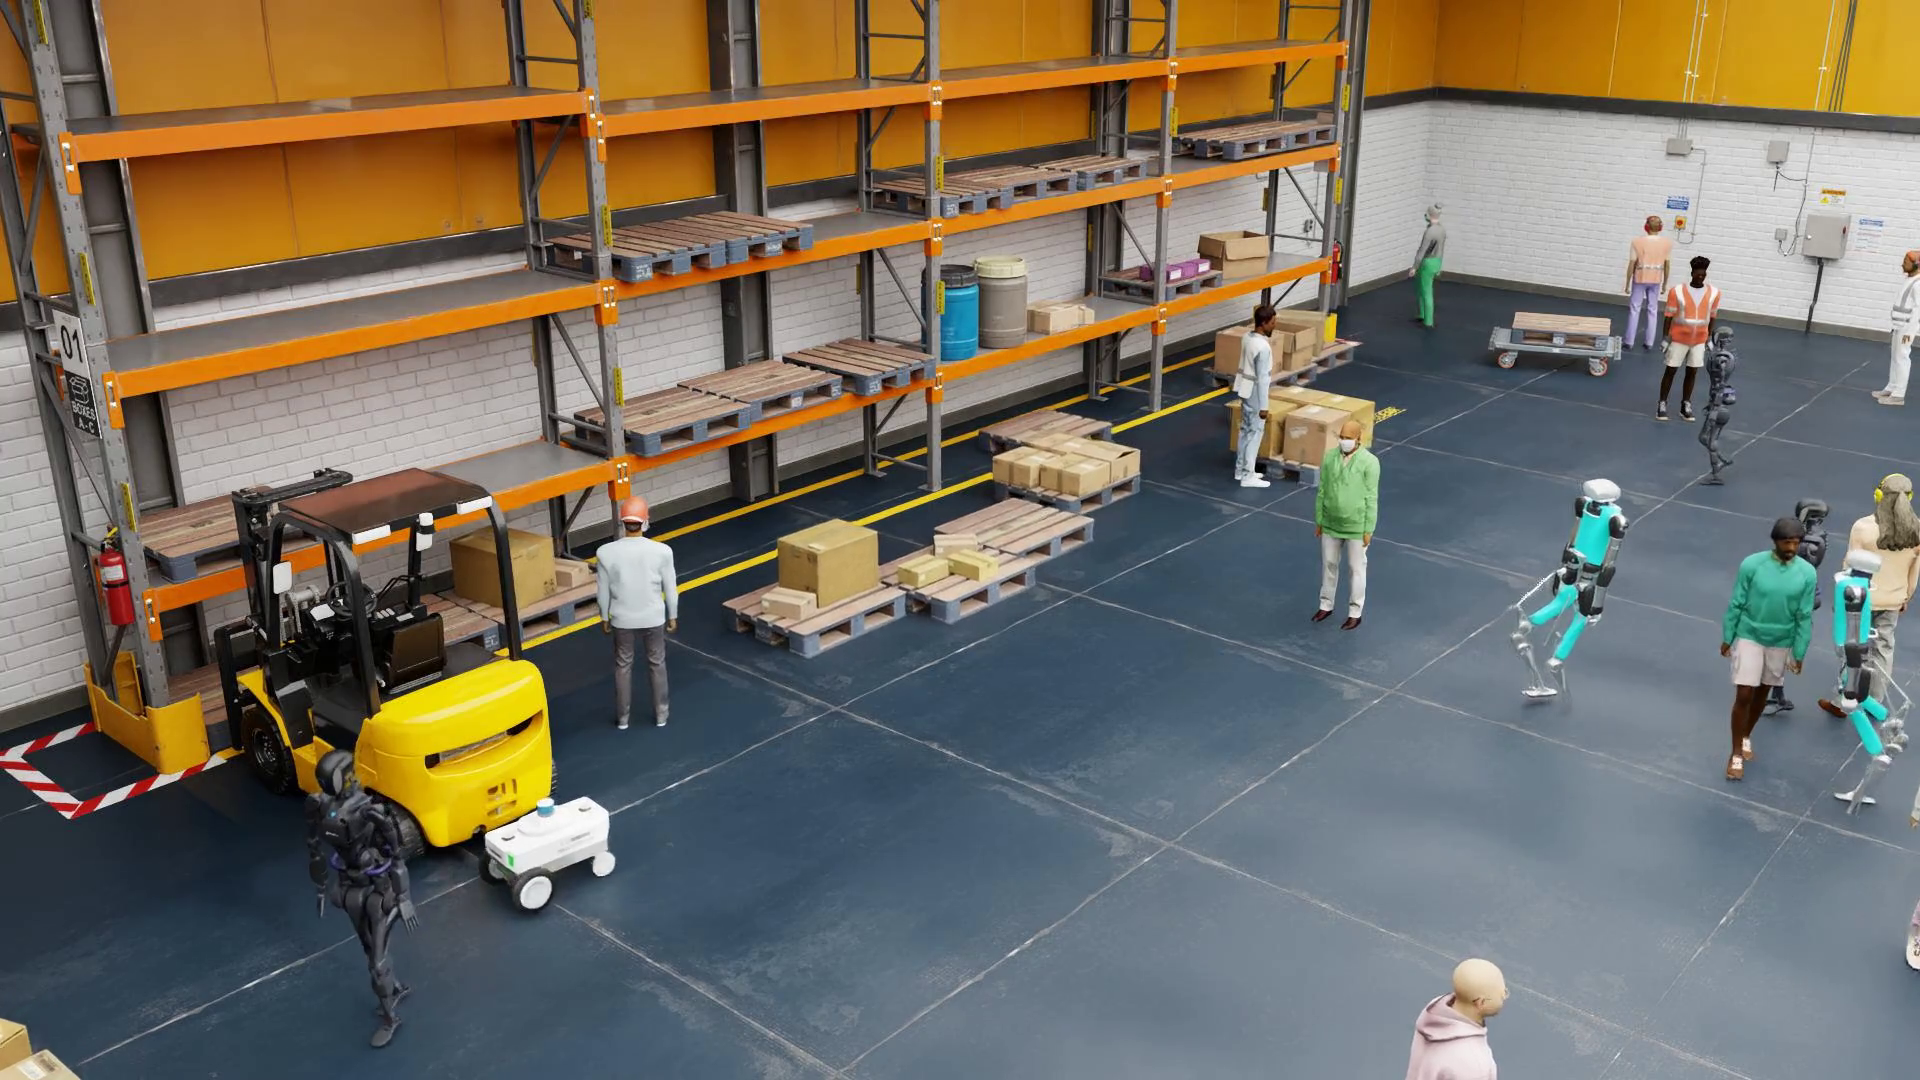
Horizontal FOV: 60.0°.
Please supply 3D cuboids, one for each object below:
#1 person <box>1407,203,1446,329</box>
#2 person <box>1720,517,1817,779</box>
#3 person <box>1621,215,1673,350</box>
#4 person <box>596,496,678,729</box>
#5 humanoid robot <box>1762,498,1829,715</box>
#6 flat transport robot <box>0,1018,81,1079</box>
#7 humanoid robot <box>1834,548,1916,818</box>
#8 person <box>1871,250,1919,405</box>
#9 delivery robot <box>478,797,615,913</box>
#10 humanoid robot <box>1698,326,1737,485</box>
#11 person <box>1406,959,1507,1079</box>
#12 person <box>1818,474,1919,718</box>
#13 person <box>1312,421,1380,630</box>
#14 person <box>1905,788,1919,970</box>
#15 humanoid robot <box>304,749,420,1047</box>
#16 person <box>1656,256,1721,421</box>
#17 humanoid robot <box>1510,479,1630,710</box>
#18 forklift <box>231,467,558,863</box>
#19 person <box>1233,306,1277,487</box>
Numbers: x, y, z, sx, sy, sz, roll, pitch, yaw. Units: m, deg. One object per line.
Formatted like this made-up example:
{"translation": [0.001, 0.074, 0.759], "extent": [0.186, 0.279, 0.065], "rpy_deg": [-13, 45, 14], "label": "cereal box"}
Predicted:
{"translation": [6.690, -3.982, 24.092], "extent": [0.584, 1.826, 0.525], "rpy_deg": [14, 24, 33], "label": "person"}
{"translation": [5.484, 0.739, 11.295], "extent": [0.519, 1.820, 0.801], "rpy_deg": [5, 21, 12], "label": "person"}
{"translation": [9.433, -3.521, 22.829], "extent": [0.564, 1.835, 0.378], "rpy_deg": [2, 20, 4], "label": "person"}
{"translation": [-2.318, 0.523, 12.009], "extent": [0.574, 1.737, 0.351], "rpy_deg": [-3, 20, -7], "label": "person"}
{"translation": [6.112, 0.473, 12.219], "extent": [0.330, 1.652, 0.596], "rpy_deg": [5, 21, 13], "label": "humanoid robot"}
{"translation": [-4.218, 3.024, 7.359], "extent": [0.659, 0.231, 1.431], "rpy_deg": [16, 26, 37], "label": "flat transport robot"}
{"translation": [6.002, 0.970, 10.884], "extent": [0.749, 1.834, 0.564], "rpy_deg": [9, 22, 23], "label": "humanoid robot"}
{"translation": [11.480, -2.587, 20.227], "extent": [0.338, 1.883, 0.582], "rpy_deg": [6, 21, 15], "label": "person"}
{"translation": [-2.514, 1.865, 10.090], "extent": [0.777, 0.598, 0.499], "rpy_deg": [-17, 26, -39], "label": "delivery robot"}
{"translation": [7.964, -1.417, 17.362], "extent": [0.425, 1.638, 0.587], "rpy_deg": [6, 21, 17], "label": "humanoid robot"}
{"translation": [1.930, 2.461, 6.723], "extent": [0.410, 1.772, 0.544], "rpy_deg": [1, 20, 2], "label": "person"}
{"translation": [6.655, 0.426, 12.082], "extent": [0.552, 1.877, 0.414], "rpy_deg": [0, 20, 0], "label": "person"}
{"translation": [3.182, -0.134, 13.748], "extent": [0.535, 1.778, 0.389], "rpy_deg": [14, 24, 33], "label": "person"}
{"translation": [5.568, 1.588, 9.136], "extent": [0.531, 1.739, 0.527], "rpy_deg": [4, 21, 11], "label": "person"}
{"translation": [-3.083, 1.809, 8.625], "extent": [0.603, 1.635, 0.558], "rpy_deg": [6, 21, 17], "label": "humanoid robot"}
{"translation": [8.541, -2.363, 19.506], "extent": [0.612, 1.963, 0.362], "rpy_deg": [1, 20, 4], "label": "person"}
{"translation": [4.413, 0.446, 12.267], "extent": [0.790, 1.803, 0.540], "rpy_deg": [-5, 21, -13], "label": "humanoid robot"}
{"translation": [-3.730, 0.710, 10.856], "extent": [2.313, 2.155, 1.214], "rpy_deg": [17, 26, 38], "label": "forklift"}
{"translation": [3.053, -1.485, 17.215], "extent": [0.405, 1.908, 0.595], "rpy_deg": [-3, 20, -9], "label": "person"}
